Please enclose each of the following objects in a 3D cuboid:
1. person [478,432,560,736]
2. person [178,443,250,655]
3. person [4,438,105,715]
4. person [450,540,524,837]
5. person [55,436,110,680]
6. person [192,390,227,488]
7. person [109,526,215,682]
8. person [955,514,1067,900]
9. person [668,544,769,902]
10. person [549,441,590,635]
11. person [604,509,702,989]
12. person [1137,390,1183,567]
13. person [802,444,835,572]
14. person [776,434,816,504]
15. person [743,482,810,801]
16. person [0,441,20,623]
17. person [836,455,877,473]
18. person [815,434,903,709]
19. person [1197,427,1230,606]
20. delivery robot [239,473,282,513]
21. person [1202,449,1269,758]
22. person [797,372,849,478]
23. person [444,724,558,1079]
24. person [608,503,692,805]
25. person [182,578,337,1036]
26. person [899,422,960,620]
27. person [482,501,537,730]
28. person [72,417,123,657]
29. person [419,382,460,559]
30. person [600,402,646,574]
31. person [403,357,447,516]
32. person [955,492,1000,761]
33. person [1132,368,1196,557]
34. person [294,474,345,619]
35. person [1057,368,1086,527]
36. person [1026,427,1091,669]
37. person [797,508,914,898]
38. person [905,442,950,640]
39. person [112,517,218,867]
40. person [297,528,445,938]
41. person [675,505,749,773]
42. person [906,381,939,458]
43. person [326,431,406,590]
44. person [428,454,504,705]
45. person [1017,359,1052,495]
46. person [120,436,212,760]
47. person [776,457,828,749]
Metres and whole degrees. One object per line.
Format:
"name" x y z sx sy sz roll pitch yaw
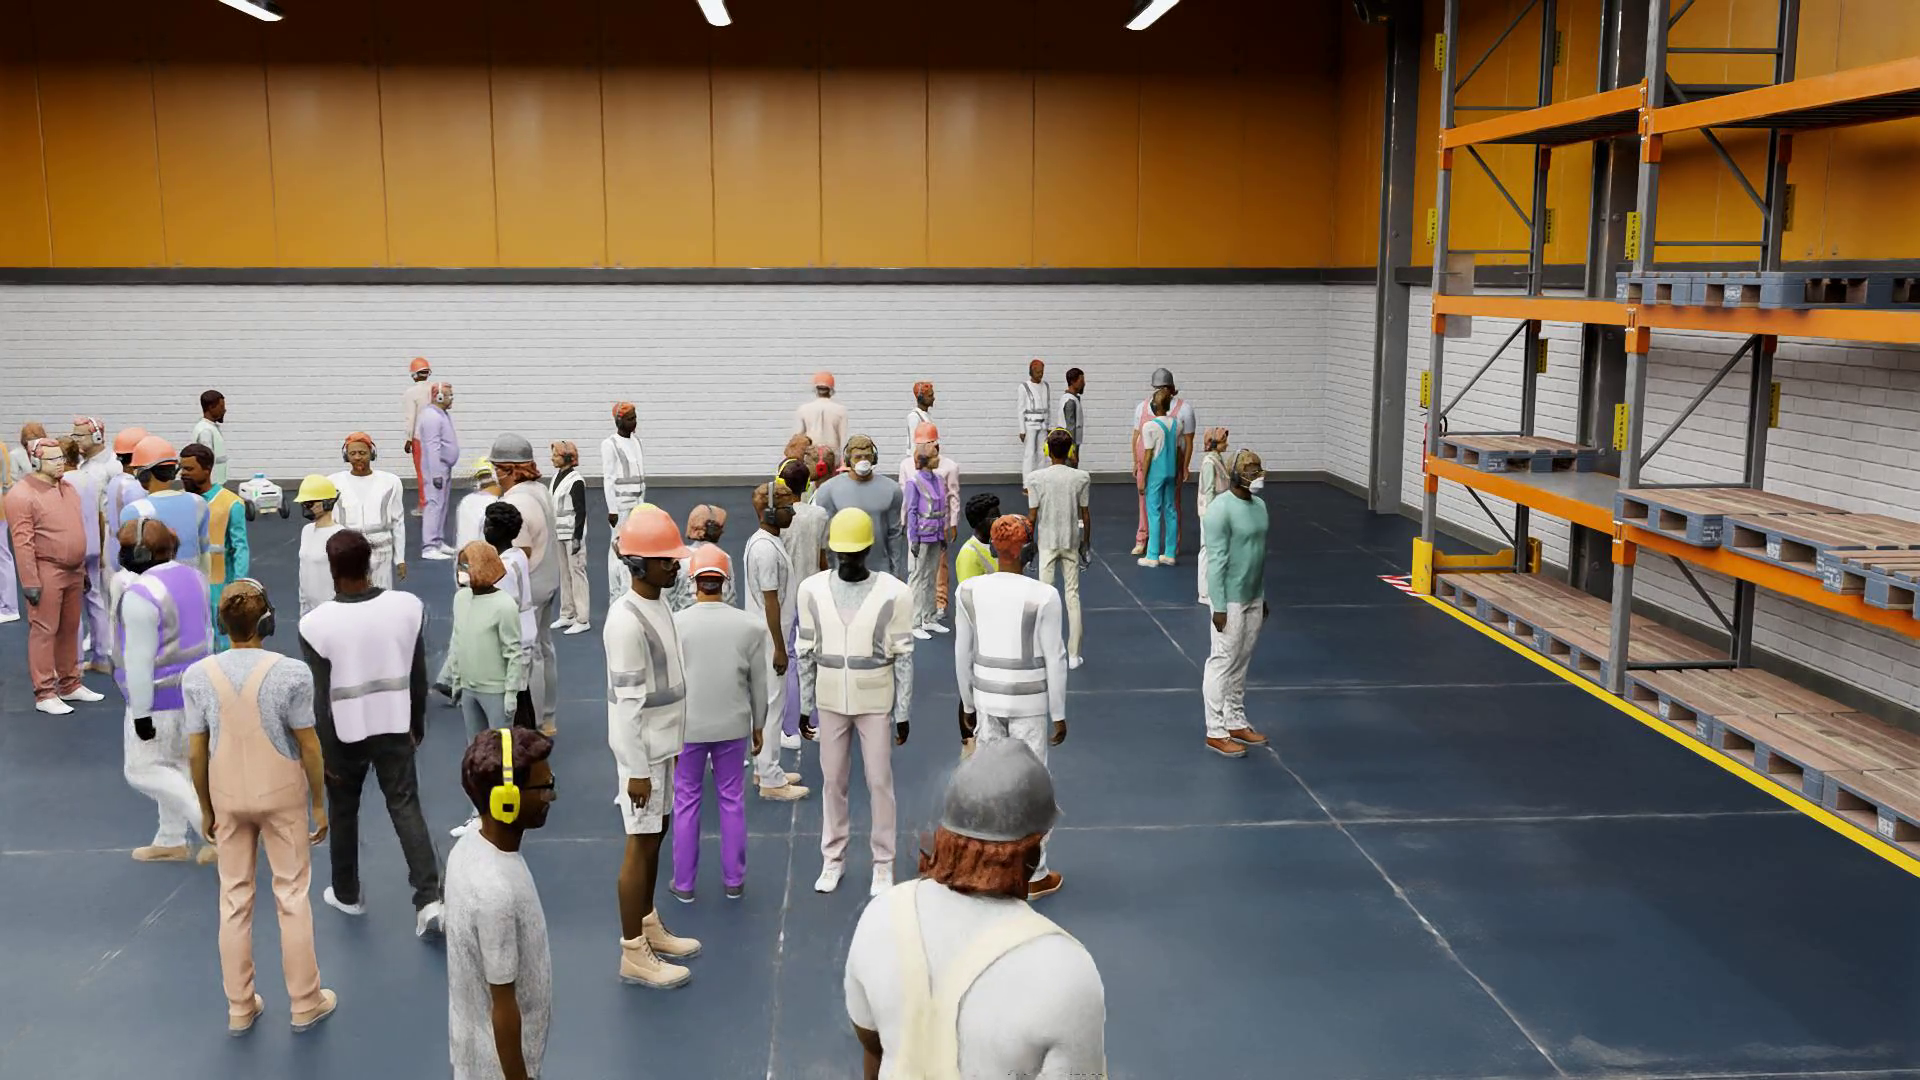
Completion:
"person" -2.842 0.324 10.622 0.536 2.000 0.683 1 9 3
"person" -5.012 0.303 11.141 0.590 1.920 0.398 3 10 20
"person" -6.281 0.241 11.566 0.409 1.909 0.643 1 9 5
"person" -2.527 0.808 8.856 0.507 1.632 0.275 6 11 35
"person" -6.636 0.133 12.486 0.359 1.835 0.515 3 10 19
"person" -7.332 -0.511 16.296 0.396 1.911 0.589 -3 10 -20
"person" -4.580 0.705 9.613 0.530 1.582 0.887 -8 12 -41
"person" 0.255 0.808 8.080 0.575 1.883 0.355 4 10 26
"person" -1.213 0.885 8.062 0.573 1.737 0.355 -3 10 -20
"person" -3.315 -0.026 14.072 0.310 1.642 0.514 -7 11 -37
"person" -1.305 0.878 7.135 0.379 2.041 0.616 0 9 1
"person" 2.076 -0.637 17.270 0.513 1.845 0.334 -6 11 -33
"person" -0.928 0.237 11.780 0.372 1.843 0.570 -2 9 -11
"person" -1.439 -0.133 14.800 0.278 1.628 0.504 7 11 37
"person" -1.073 0.581 9.626 0.345 1.846 0.508 -2 9 -13
"person" -8.429 -0.232 14.472 0.367 1.927 0.590 -5 10 -29
"person" -0.753 0.191 12.355 0.329 1.751 0.571 -1 9 -4
"person" -0.684 0.231 11.530 0.630 1.940 0.372 -3 10 -20
"person" 2.331 -0.220 15.293 0.306 1.639 0.523 3 9 16
"delivery robot" -8.708 -0.587 20.702 0.477 0.478 0.707 -7 12 -38
"person" 1.767 0.386 10.552 0.372 1.940 0.627 7 11 37
"person" -1.549 -0.923 18.759 0.627 1.950 1.001 1 9 8
"person" -1.184 1.401 4.409 0.312 1.865 0.537 -4 10 -23
"person" -1.767 0.653 9.494 0.484 1.744 0.295 0 9 1
"person" -2.782 1.060 6.617 0.508 1.846 0.345 -1 9 -6
"person" -0.284 -0.164 14.587 0.567 1.750 0.341 3 9 16
"person" -2.687 0.610 9.904 0.320 1.698 0.531 -1 9 -7
"person" -6.877 -0.027 13.249 0.654 1.906 0.408 4 10 23
"person" -5.565 -0.745 17.833 0.407 1.895 0.660 -1 9 -5
"person" -3.029 -0.313 15.116 0.348 1.882 0.584 3 10 18
"person" -6.753 -1.300 20.965 0.397 1.992 0.623 6 11 32
"person" 0.141 0.546 10.306 0.318 1.697 0.535 3 9 17
"person" 2.156 -0.832 17.880 0.678 2.000 0.537 4 10 22
"person" -4.056 0.459 10.637 0.525 1.769 0.314 7 11 36
"person" 1.326 -1.116 20.047 0.373 1.916 0.596 0 9 1
"person" 0.752 0.068 12.769 0.514 1.872 0.328 -1 9 -4
"person" -0.512 0.787 8.105 0.585 1.919 0.393 2 9 12
"person" -0.282 -0.003 13.918 0.309 1.645 0.514 5 10 29
"person" -3.988 0.786 8.417 0.587 1.830 0.639 0 9 2
"person" -2.694 0.880 7.652 0.600 1.883 0.951 -7 11 -37
"person" -1.542 0.598 10.161 0.512 1.639 0.311 7 12 39
"person" -0.395 -0.769 17.985 0.355 1.882 0.576 2 9 12
"person" -4.385 0.141 12.265 0.576 1.883 0.354 -3 10 -19
"person" -3.344 0.298 11.629 0.605 1.777 0.717 8 12 40
"person" 1.037 -1.540 22.850 0.585 1.879 0.367 -8 12 -41
"person" -4.904 0.378 10.274 0.394 2.042 0.611 4 10 23
"person" -1.066 0.401 10.673 0.319 1.870 0.532 9 12 43
